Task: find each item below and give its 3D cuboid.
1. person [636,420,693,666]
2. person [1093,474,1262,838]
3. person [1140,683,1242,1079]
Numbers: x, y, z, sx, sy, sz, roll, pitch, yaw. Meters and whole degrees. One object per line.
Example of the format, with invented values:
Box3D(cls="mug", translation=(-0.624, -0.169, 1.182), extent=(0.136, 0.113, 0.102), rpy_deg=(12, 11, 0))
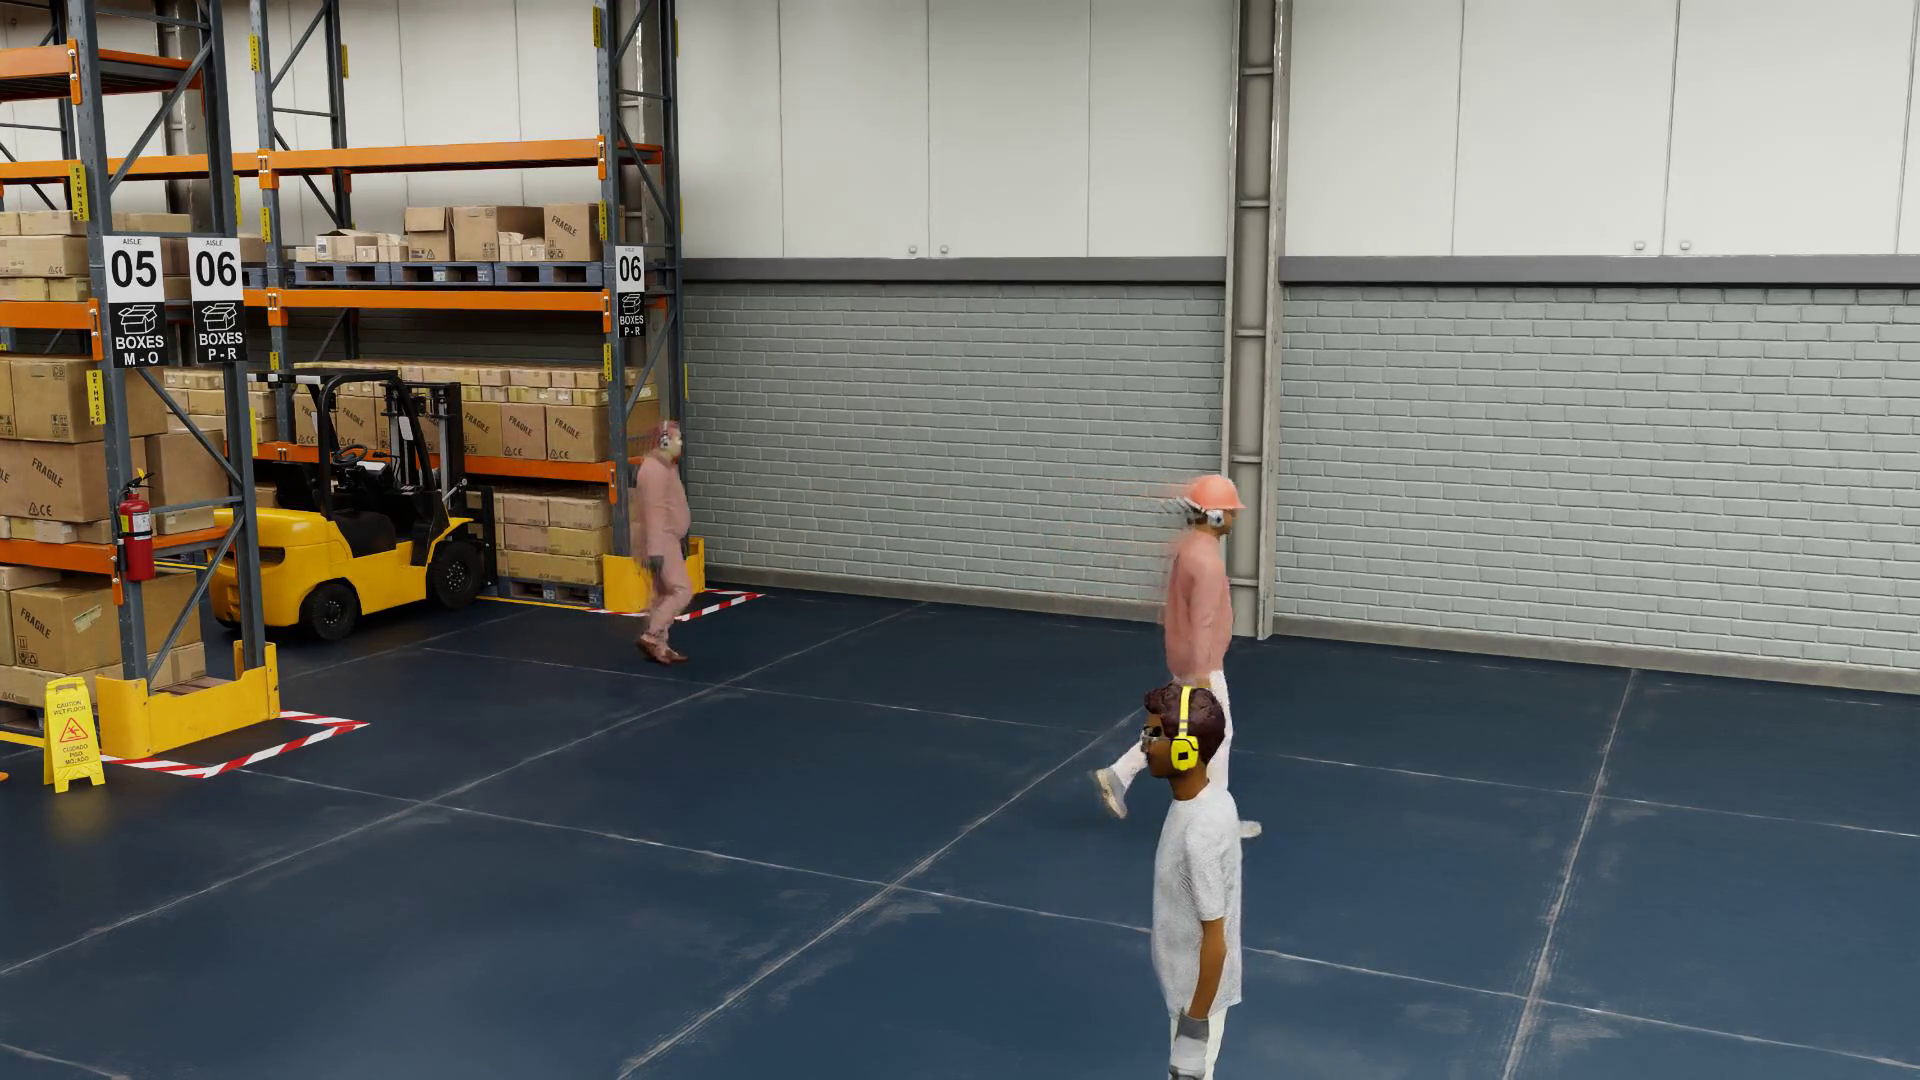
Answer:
Box3D(cls="person", translation=(-2.234, 0.031, 12.696), extent=(0.433, 1.887, 0.671), rpy_deg=(-1, 9, -4))
Box3D(cls="person", translation=(1.177, 0.624, 8.828), extent=(0.811, 1.972, 0.623), rpy_deg=(-1, 9, -3))
Box3D(cls="person", translation=(0.658, 1.331, 4.809), extent=(0.309, 1.863, 0.535), rpy_deg=(1, 9, 7))
